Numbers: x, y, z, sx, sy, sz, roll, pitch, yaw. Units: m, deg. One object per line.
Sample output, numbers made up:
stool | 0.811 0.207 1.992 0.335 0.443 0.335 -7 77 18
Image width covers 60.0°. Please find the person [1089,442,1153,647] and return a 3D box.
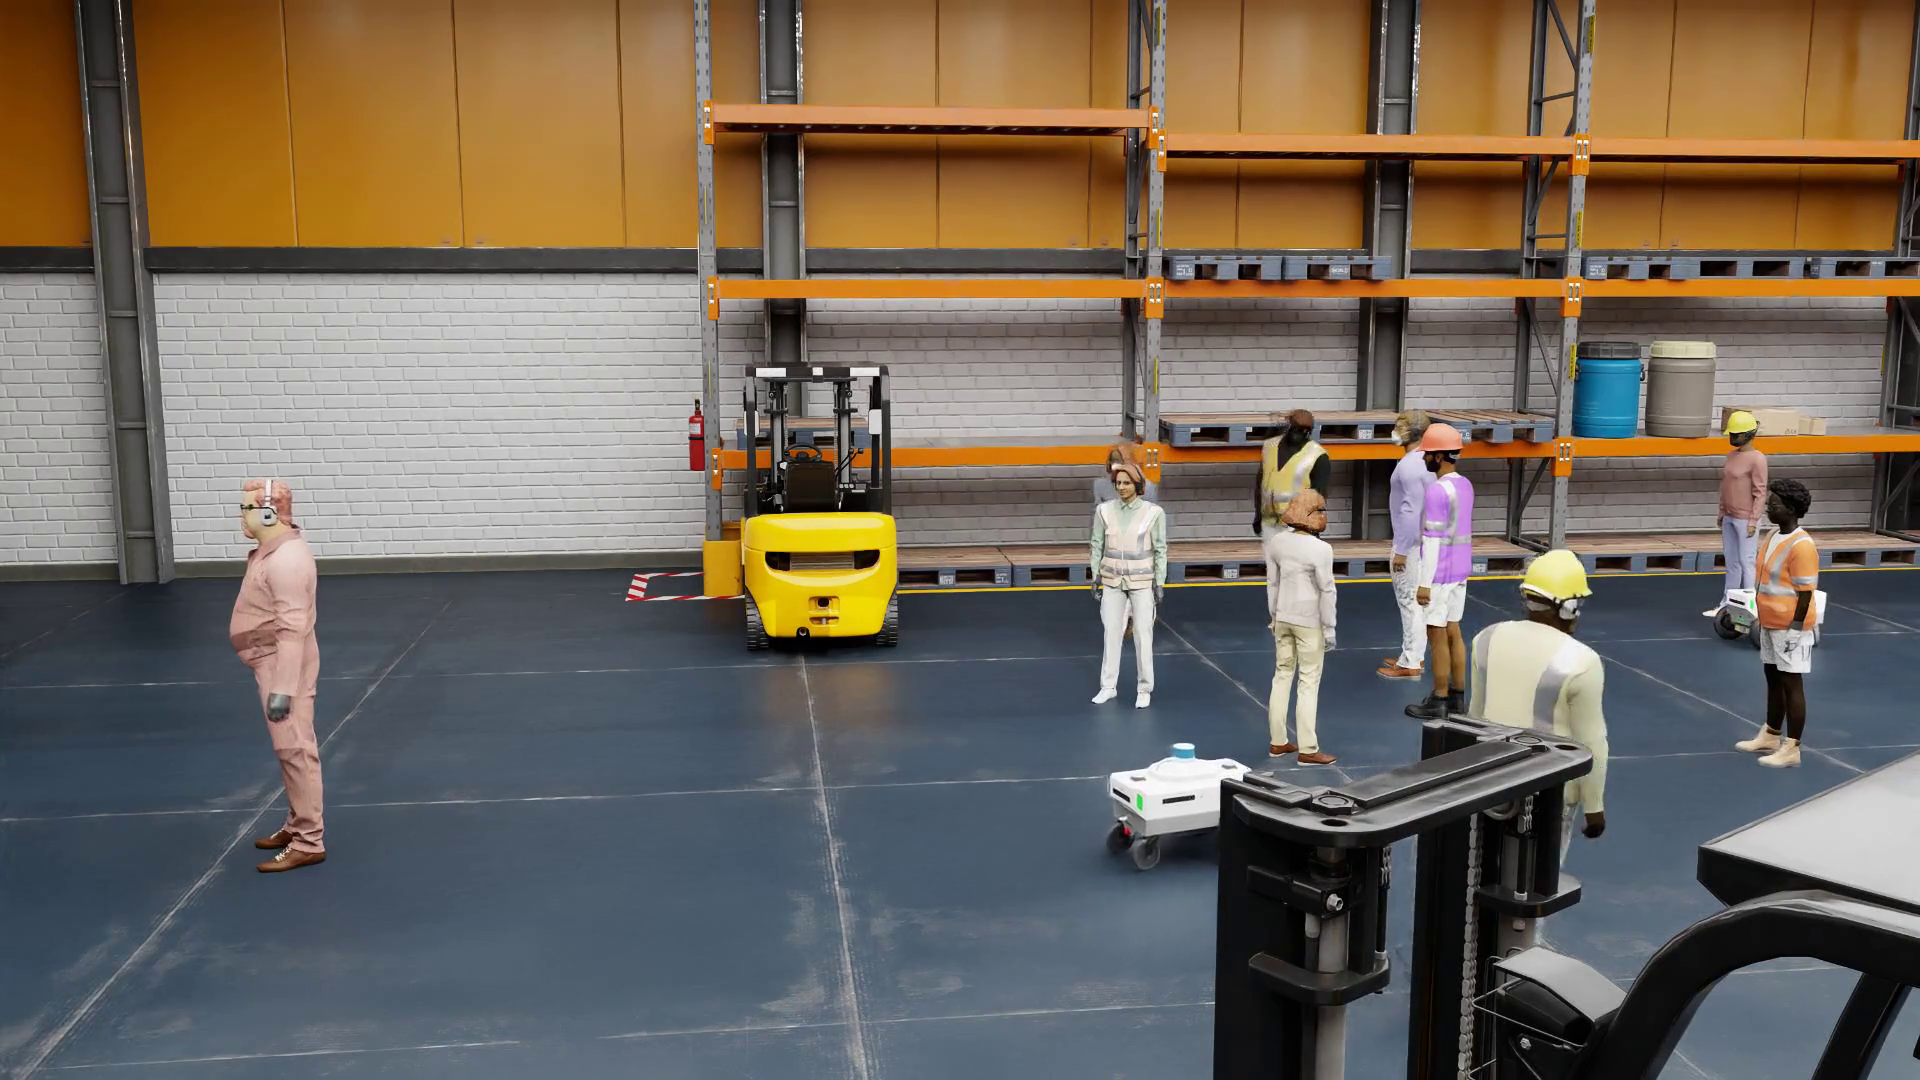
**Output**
person | 1.279 0.021 12.956 0.507 1.605 0.750 5 10 28

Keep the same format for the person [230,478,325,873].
person | -3.319 0.647 8.095 0.406 1.911 0.636 -4 10 -22

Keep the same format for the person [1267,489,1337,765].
person | 2.020 0.509 9.811 0.278 1.633 0.507 -6 11 -34

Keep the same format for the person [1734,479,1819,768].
person | 4.826 0.486 9.755 0.322 1.696 0.536 1 9 5

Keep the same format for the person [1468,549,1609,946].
person | 2.283 0.937 6.562 0.421 1.814 0.601 -5 10 -29

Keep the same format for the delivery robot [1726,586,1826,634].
delivery robot | 6.355 0.497 12.950 0.707 0.478 0.477 -2 9 -13

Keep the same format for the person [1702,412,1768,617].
person | 6.428 -0.183 13.746 0.327 1.760 0.523 -1 9 -6

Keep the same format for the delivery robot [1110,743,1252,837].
delivery robot | 1.106 1.252 8.240 0.707 0.478 0.477 -4 10 -22

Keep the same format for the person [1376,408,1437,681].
person | 3.201 0.031 11.847 0.363 1.938 0.636 4 10 24

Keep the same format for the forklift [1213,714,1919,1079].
forklift | 1.441 1.425 2.350 1.214 2.155 2.313 -7 12 -39

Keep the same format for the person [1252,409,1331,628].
person | 2.642 -0.135 13.366 0.431 1.837 0.656 -8 12 -42

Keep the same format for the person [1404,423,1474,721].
person | 3.110 0.208 10.795 0.394 1.930 0.539 7 11 36

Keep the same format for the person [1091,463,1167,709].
person | 1.119 0.302 11.086 0.524 1.639 0.308 4 10 24

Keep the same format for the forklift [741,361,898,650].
forklift | -1.154 -0.340 13.365 1.214 2.155 2.313 -1 9 -7
